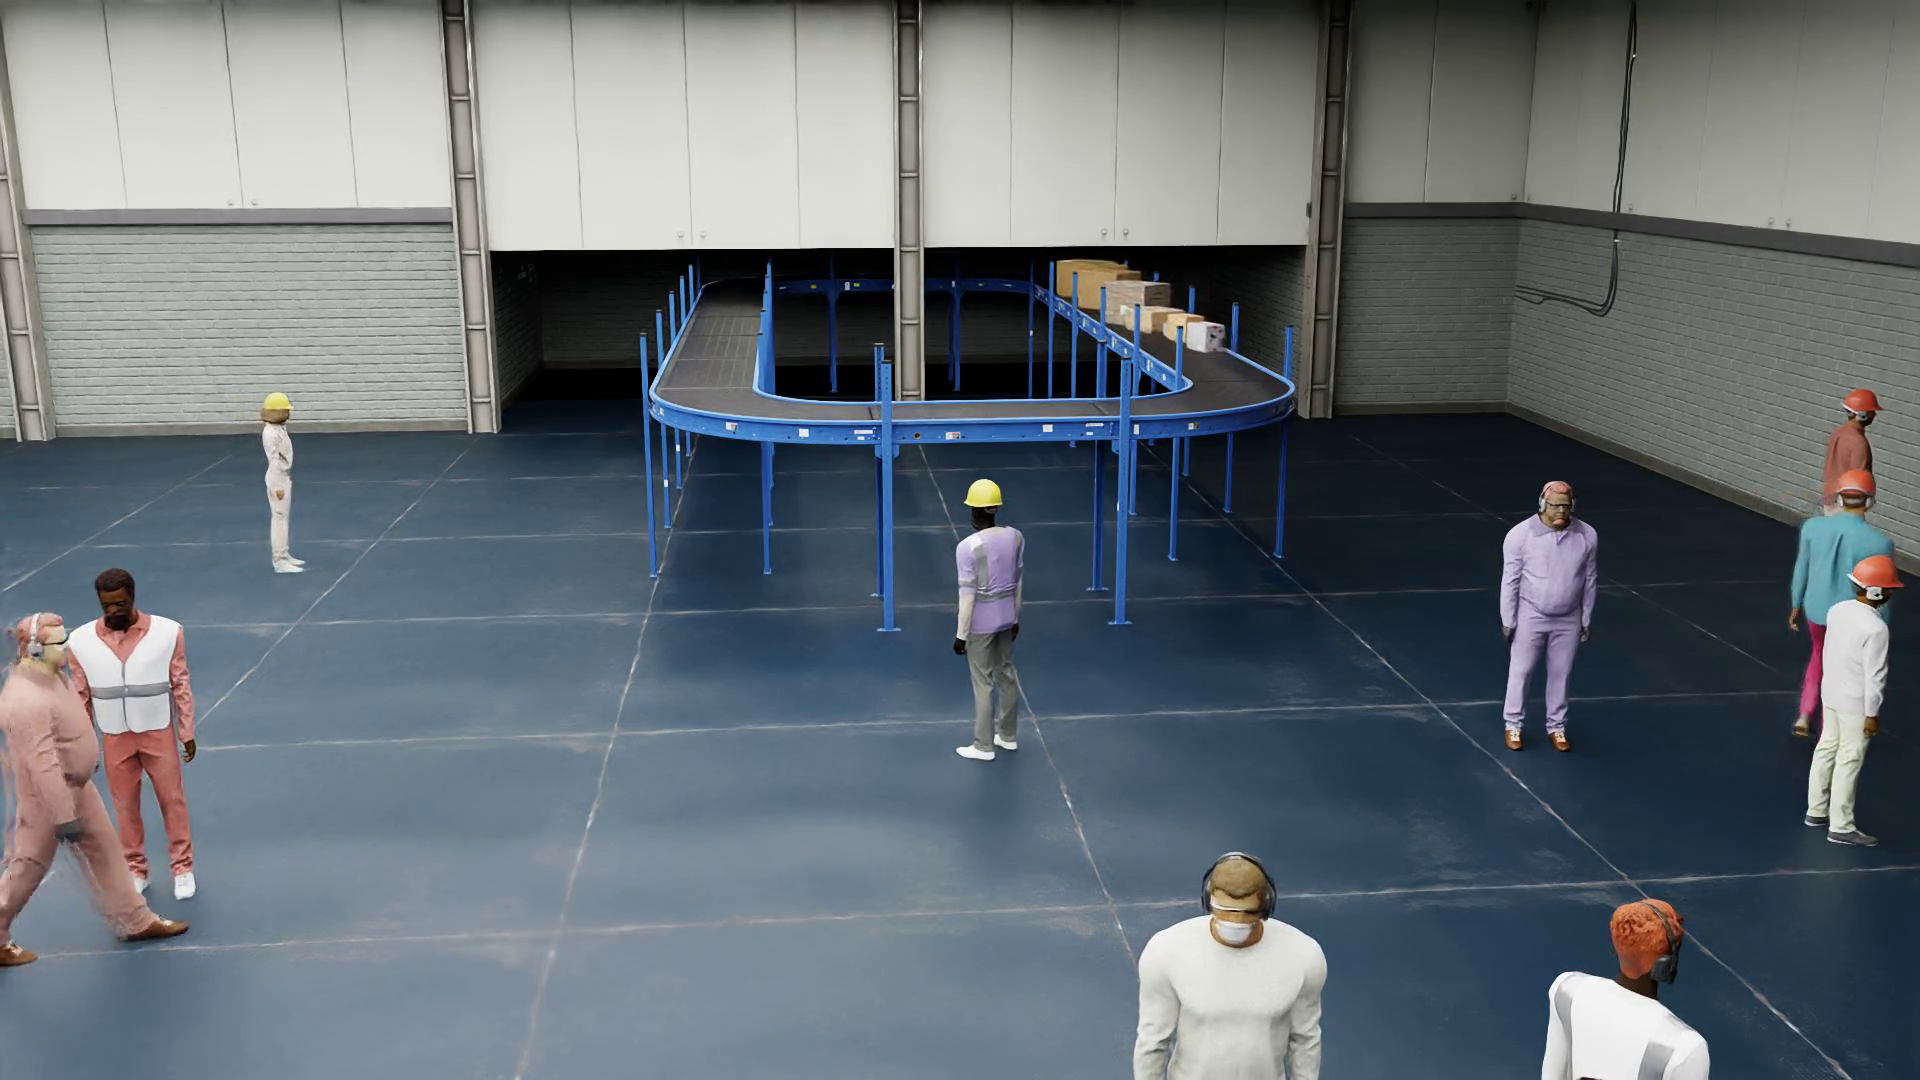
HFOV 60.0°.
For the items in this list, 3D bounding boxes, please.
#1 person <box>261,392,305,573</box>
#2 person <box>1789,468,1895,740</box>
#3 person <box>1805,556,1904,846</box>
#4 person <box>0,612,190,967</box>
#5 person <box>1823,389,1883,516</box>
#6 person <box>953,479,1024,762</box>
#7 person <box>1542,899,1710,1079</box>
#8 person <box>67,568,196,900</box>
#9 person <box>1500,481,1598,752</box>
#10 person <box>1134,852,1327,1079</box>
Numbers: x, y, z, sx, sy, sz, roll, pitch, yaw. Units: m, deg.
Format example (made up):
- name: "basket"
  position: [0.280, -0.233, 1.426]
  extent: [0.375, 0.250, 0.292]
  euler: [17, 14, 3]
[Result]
- name: "person"
  position: [-6.512, -0.559, 16.000]
  extent: [0.324, 1.740, 0.492]
  euler: [-4, 14, -14]
- name: "person"
  position: [6.005, 0.493, 11.313]
  extent: [0.441, 1.970, 0.657]
  euler: [-11, 18, -38]
- name: "person"
  position: [5.371, 0.942, 9.966]
  extent: [0.341, 1.752, 0.563]
  euler: [0, 14, 1]
- name: "person"
  position: [-4.617, 1.271, 8.458]
  extent: [1.004, 1.861, 0.662]
  euler: [-4, 15, -15]
- name: "person"
  position: [7.776, -0.334, 14.579]
  extent: [0.379, 1.996, 0.608]
  euler: [1, 14, 4]
- name: "person"
  position: [0.176, 0.541, 11.220]
  extent: [0.590, 1.926, 0.388]
  euler: [-13, 19, -43]
- name: "person"
  position: [2.124, 2.034, 5.341]
  extent: [0.356, 1.883, 0.574]
  euler: [-9, 17, -32]
- name: "person"
  position: [-4.539, 1.066, 9.169]
  extent: [0.597, 1.908, 0.409]
  euler: [-4, 15, -17]
- name: "person"
  position: [4.011, 0.527, 11.351]
  extent: [0.636, 1.900, 0.399]
  euler: [0, 14, -1]
- name: "person"
  position: [0.901, 1.934, 5.626]
  extent: [0.634, 1.936, 0.351]
  euler: [0, 14, -1]
